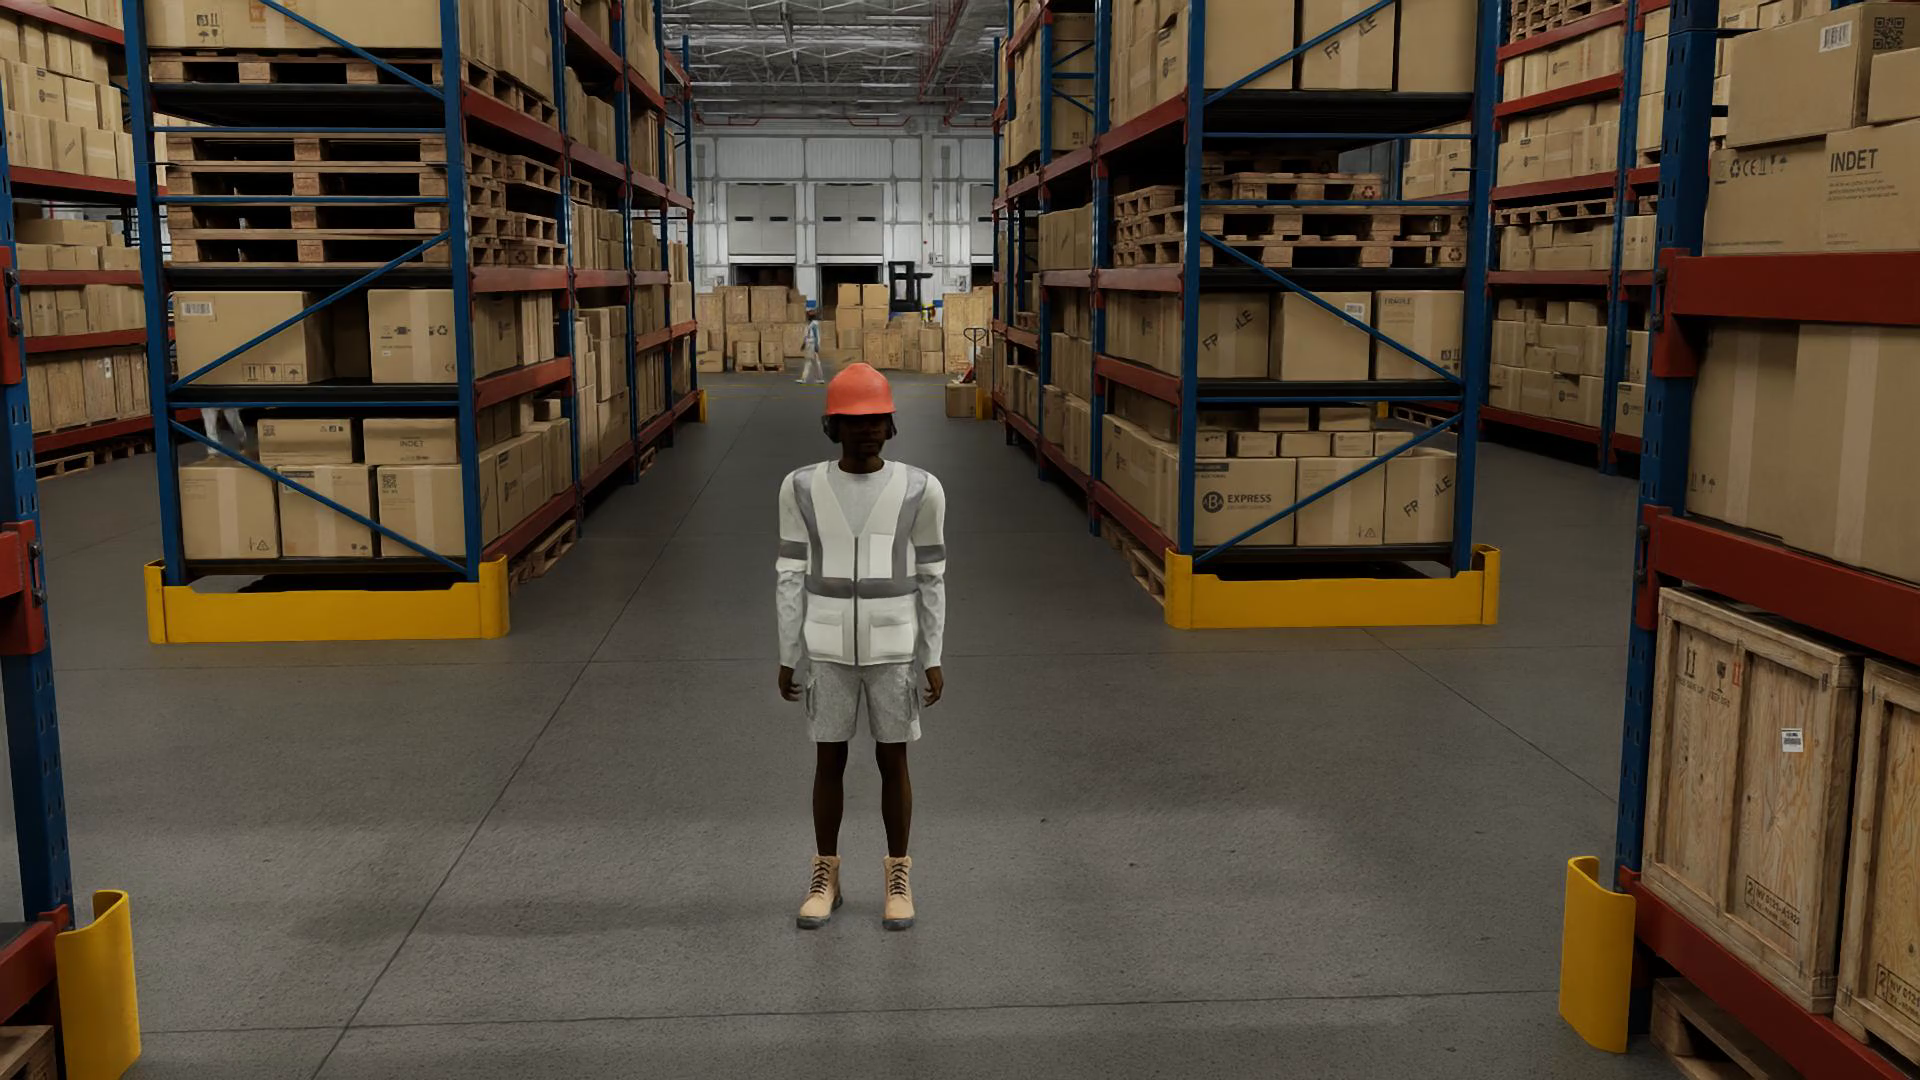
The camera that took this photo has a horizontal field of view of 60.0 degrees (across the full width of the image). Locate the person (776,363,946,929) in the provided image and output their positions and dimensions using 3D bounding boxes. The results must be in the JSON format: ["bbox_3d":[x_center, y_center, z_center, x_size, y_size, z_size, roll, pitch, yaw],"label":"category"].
[{"bbox_3d":[-0.358,0.389,5.989,0.614,2.047,0.359,1,9,3],"label":"person"}]

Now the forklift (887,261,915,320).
[{"bbox_3d":[-1.975,-7.949,55.744,1.129,2.768,1.873,7,11,37],"label":"forklift"}]

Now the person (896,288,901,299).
[{"bbox_3d":[-2.297,-7.803,57.823,0.635,1.928,0.381,3,10,19],"label":"person"}]

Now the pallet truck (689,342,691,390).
[{"bbox_3d":[-5.225,-3.008,27.480,1.885,1.965,0.823,2,9,14],"label":"pallet truck"}]

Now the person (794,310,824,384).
[{"bbox_3d":[-3.273,-4.168,35.988,0.723,1.610,0.528,-3,9,-17],"label":"person"}]

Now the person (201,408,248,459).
[{"bbox_3d":[-9.474,-1.933,21.333,0.633,1.814,0.849,-1,9,-4],"label":"person"}]
